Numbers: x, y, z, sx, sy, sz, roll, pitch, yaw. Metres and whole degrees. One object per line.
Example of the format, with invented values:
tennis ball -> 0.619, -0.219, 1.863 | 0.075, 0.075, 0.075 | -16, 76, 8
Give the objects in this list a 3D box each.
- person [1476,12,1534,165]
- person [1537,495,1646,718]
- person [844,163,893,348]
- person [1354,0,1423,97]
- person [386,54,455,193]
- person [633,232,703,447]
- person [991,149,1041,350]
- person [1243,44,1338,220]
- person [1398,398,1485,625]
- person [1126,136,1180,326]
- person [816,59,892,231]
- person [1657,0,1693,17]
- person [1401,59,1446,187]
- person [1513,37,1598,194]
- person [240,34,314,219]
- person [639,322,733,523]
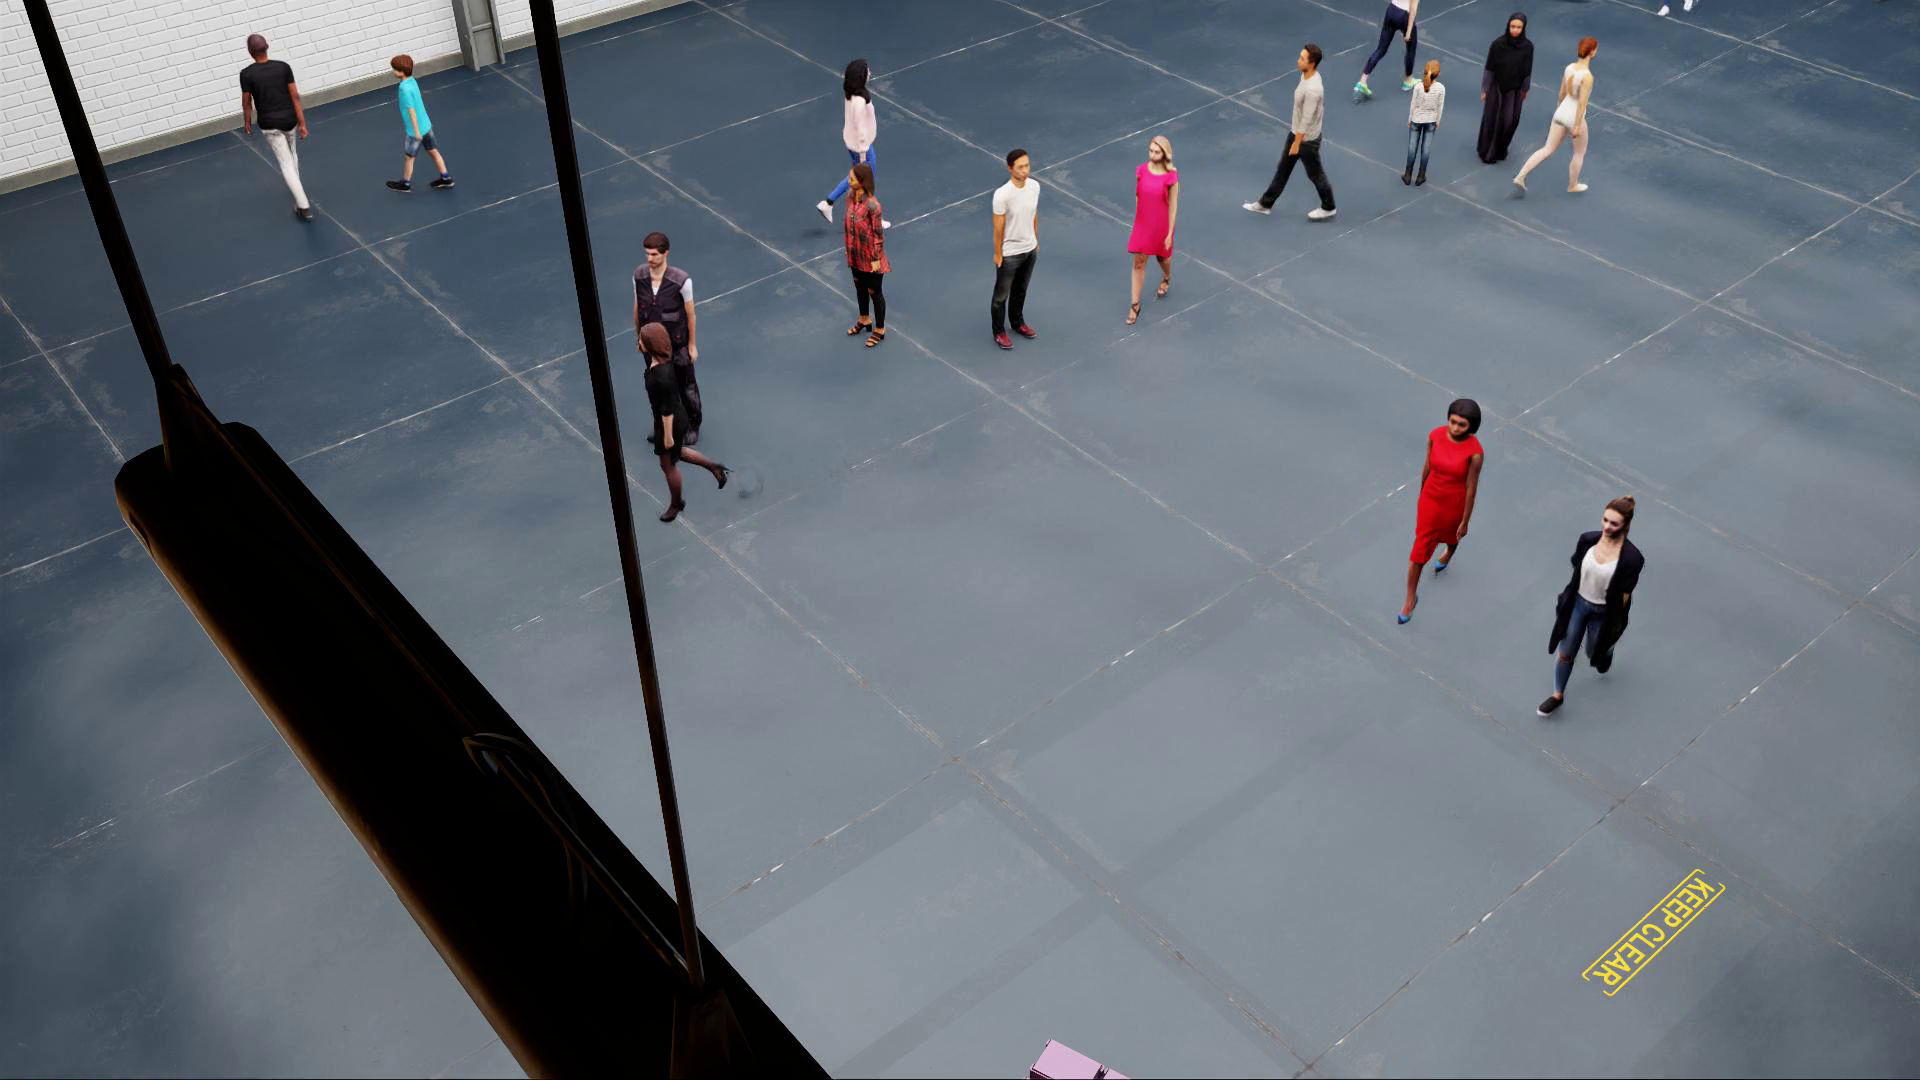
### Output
person -> 5.643, -4.711, 17.205 | 0.844, 1.612, 0.913 | 10, 40, 13
person -> 4.146, 0.409, 10.751 | 0.967, 1.665, 0.653 | -30, 47, -32
person -> -0.811, -2.469, 14.327 | 0.531, 1.699, 0.603 | -28, 46, -30
person -> 4.782, -5.701, 18.405 | 1.198, 1.660, 0.734 | -21, 43, -24
person -> -5.369, -4.166, 16.673 | 0.945, 1.423, 0.828 | -2, 39, -2
person -> -2.307, -1.594, 13.112 | 0.743, 1.848, 0.768 | 9, 40, 11
person -> 0.476, -2.527, 14.316 | 0.466, 1.804, 0.689 | -27, 46, -30
person -> 3.429, -3.888, 16.054 | 1.251, 1.762, 1.108 | -2, 39, -2
person -> 3.406, -0.271, 11.575 | 0.781, 1.700, 1.162 | 23, 44, 26
person -> 1.767, -2.800, 14.756 | 0.826, 1.681, 1.096 | 20, 43, 23
person -> -1.045, -3.742, 15.879 | 1.056, 1.752, 0.879 | -9, 40, -12
person -> 8.941, -7.283, 20.343 | 0.645, 1.714, 0.763 | 28, 46, 30
person -> 4.695, -4.231, 16.841 | 0.573, 1.315, 0.629 | 8, 39, 10
person -> 5.964, -4.152, 16.509 | 1.101, 1.607, 0.810 | -13, 40, -16
person -> -6.584, -3.978, 16.169 | 1.074, 1.759, 0.744 | -30, 47, -32
person -> -2.062, -0.877, 12.343 | 0.920, 1.688, 0.773 | -12, 40, -14
